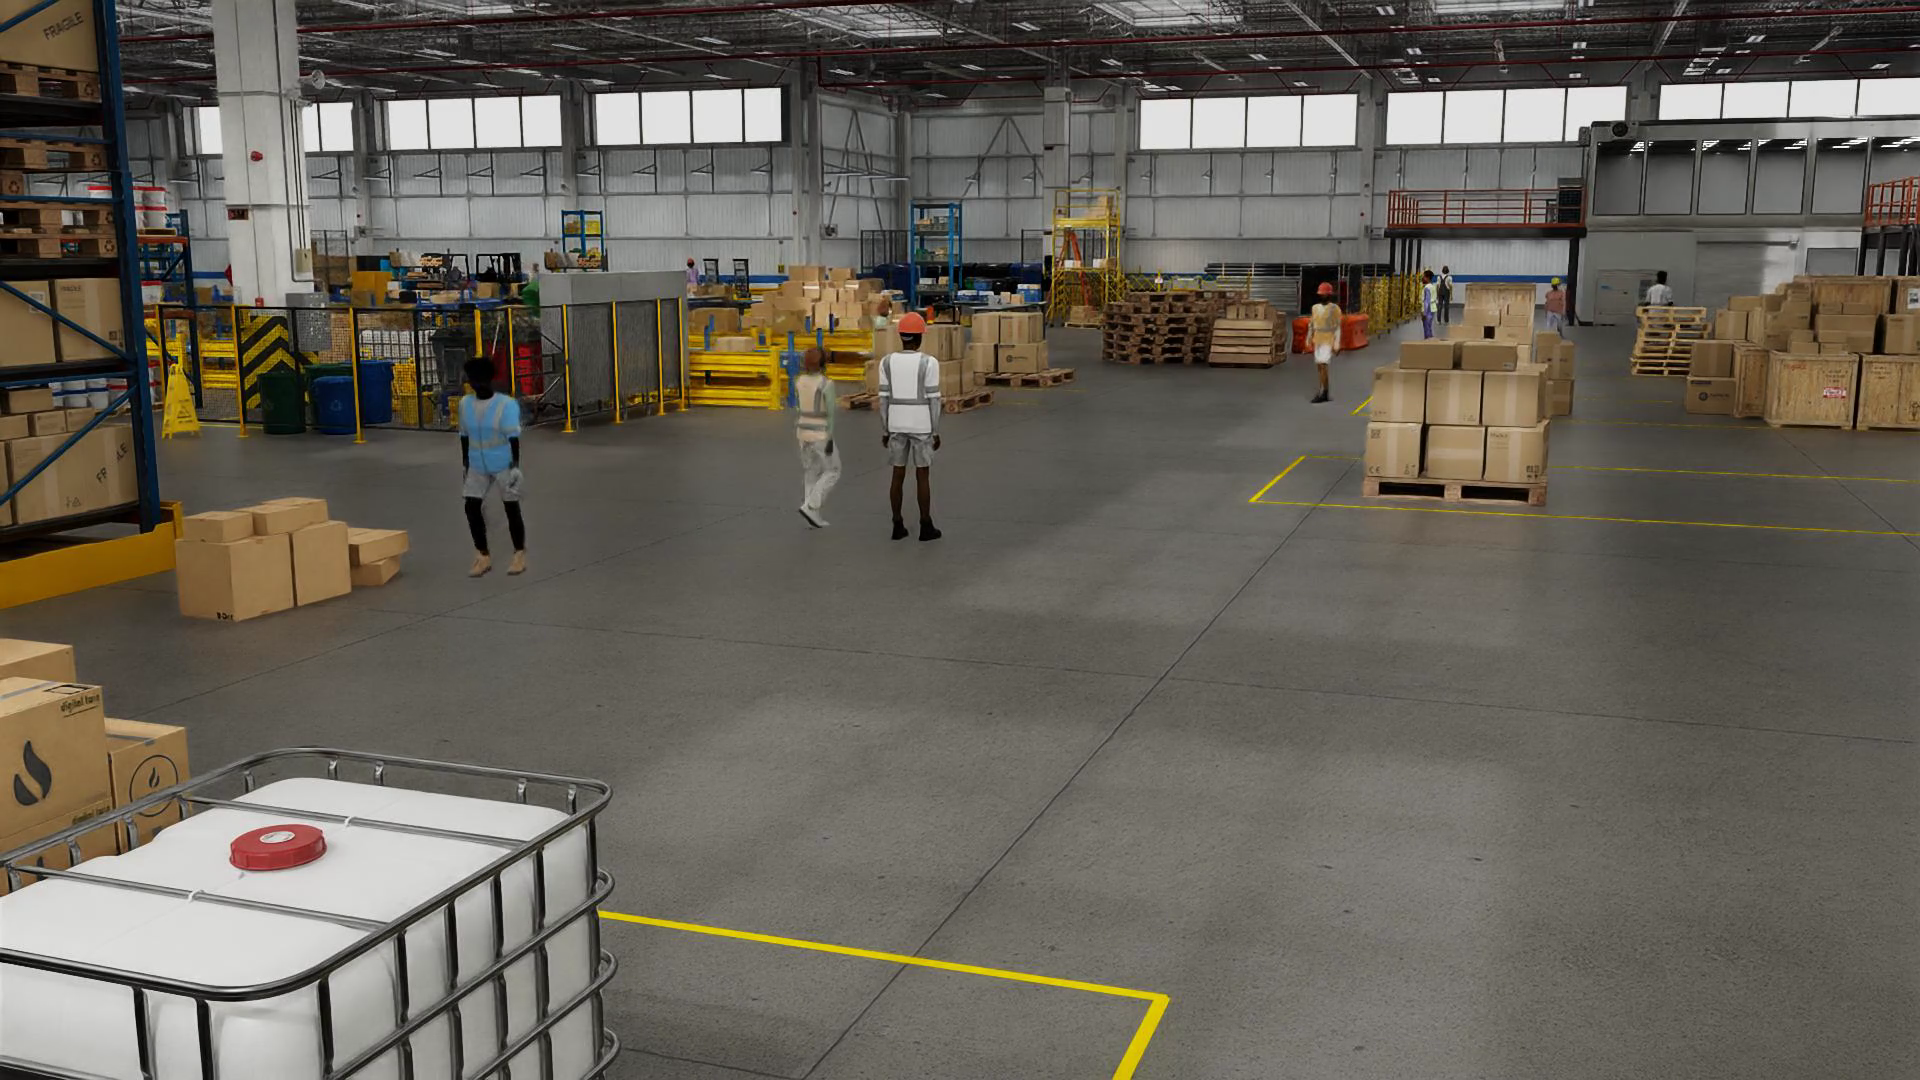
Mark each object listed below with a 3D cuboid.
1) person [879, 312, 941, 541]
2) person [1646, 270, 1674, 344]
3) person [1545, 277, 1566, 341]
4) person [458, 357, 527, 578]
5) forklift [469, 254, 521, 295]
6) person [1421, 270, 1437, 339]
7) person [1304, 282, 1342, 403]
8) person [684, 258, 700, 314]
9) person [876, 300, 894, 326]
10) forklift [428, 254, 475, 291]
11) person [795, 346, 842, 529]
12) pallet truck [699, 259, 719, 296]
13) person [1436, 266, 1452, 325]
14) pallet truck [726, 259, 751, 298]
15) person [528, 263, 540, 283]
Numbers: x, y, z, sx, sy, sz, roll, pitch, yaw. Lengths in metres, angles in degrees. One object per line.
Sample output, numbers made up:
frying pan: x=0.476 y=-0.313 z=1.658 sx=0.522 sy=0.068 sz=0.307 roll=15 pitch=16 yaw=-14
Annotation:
person: x=-0.414 y=-0.958 z=14.121 sx=0.545 sy=1.939 sz=0.373 roll=4 pitch=11 yaw=20
person: x=15.942 y=-5.194 z=38.012 sx=0.942 sy=1.931 sz=0.606 roll=-5 pitch=11 yaw=-26
person: x=14.512 y=-5.534 z=40.489 sx=0.520 sy=1.730 sz=0.871 roll=8 pitch=13 yaw=37
person: x=-3.517 y=-0.536 z=12.477 sx=0.577 sy=1.662 sz=0.591 roll=2 pitch=10 yaw=13
forklift: x=-17.990 y=-10.121 z=64.684 sx=1.157 sy=1.987 sz=2.680 roll=3 pitch=11 yaw=17
person: x=10.755 y=-5.231 z=38.235 sx=0.389 sy=1.921 sz=0.592 roll=4 pitch=11 yaw=23
person: x=5.773 y=-3.140 z=26.473 sx=0.470 sy=1.937 sz=0.552 roll=-7 pitch=12 yaw=-36
person: x=-9.291 y=-8.707 z=57.463 sx=0.616 sy=2.041 sz=0.380 roll=-8 pitch=13 yaw=-39
person: x=-1.139 y=-3.129 z=27.309 sx=0.816 sy=1.593 sz=0.514 roll=4 pitch=11 yaw=20
forklift: x=-20.133 y=-10.254 z=65.465 sx=1.157 sy=1.987 sz=2.680 roll=3 pitch=11 yaw=19
person: x=-1.274 y=-0.888 z=14.621 sx=0.514 sy=1.627 sz=0.394 roll=9 pitch=14 yaw=42
pallet truck: x=-9.165 y=-9.627 z=62.776 sx=0.823 sy=1.965 sz=1.885 roll=4 pitch=11 yaw=23
person: x=15.220 y=-7.681 z=52.250 sx=0.520 sy=1.842 sz=0.330 roll=8 pitch=13 yaw=38
pallet truck: x=-7.986 y=-9.493 z=62.019 sx=0.823 sy=1.965 sz=1.885 roll=3 pitch=11 yaw=17
person: x=-14.258 y=-8.340 z=55.834 sx=0.459 sy=1.894 sz=0.659 roll=1 pitch=10 yaw=8
